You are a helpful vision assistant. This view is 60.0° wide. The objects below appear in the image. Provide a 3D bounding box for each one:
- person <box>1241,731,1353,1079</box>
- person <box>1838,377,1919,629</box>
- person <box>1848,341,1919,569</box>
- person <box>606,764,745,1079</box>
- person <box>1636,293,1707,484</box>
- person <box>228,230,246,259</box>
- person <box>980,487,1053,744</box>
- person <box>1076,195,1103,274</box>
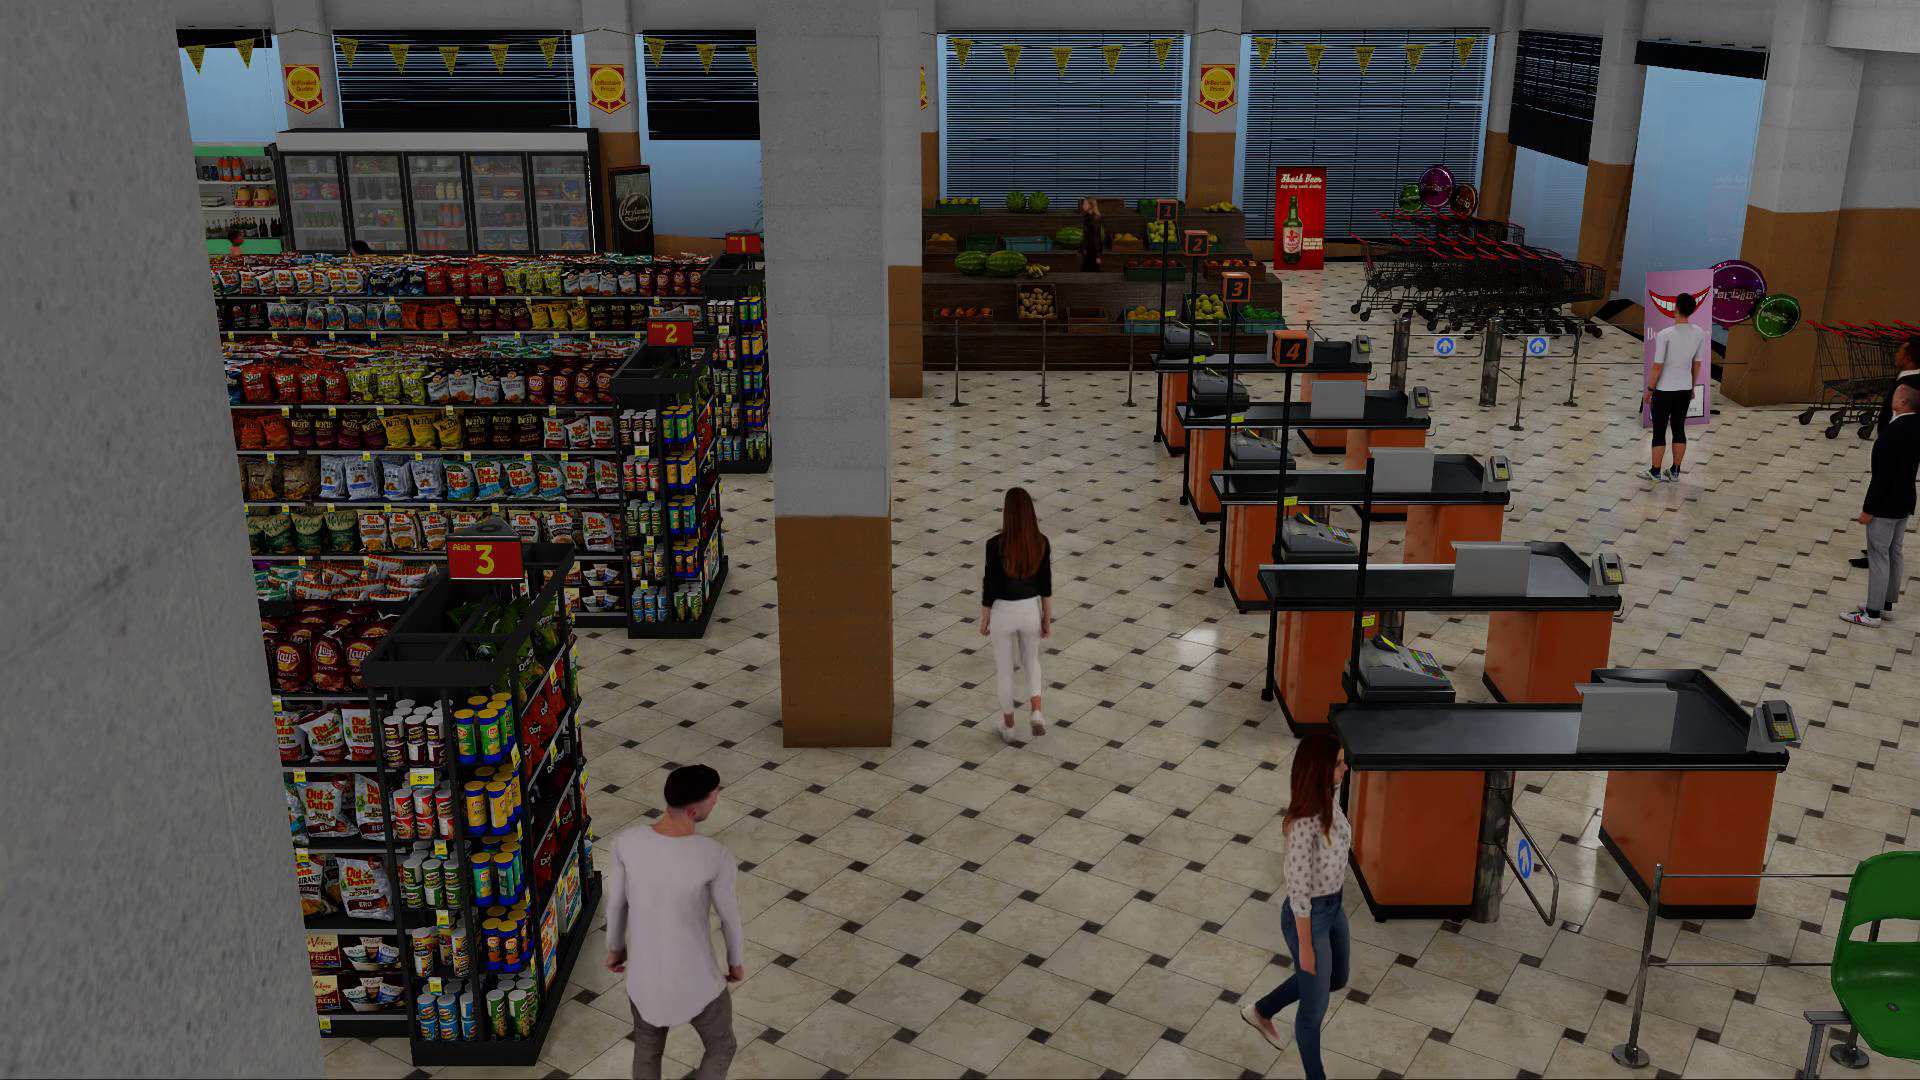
[{"bbox_3d":[1.466,1.614,7.170,0.963,1.719,0.853,12,22,32],"label":"person"},{"bbox_3d":[7.009,-0.305,12.501,0.758,1.948,0.858,-13,23,-34],"label":"person"},{"bbox_3d":[7.741,-0.699,13.716,0.766,1.918,0.828,-17,25,-41],"label":"person"},{"bbox_3d":[-1.129,1.734,6.676,0.593,1.806,0.841,-2,19,-7],"label":"person"},{"bbox_3d":[6.918,-1.475,16.121,0.564,1.851,0.768,-3,19,-9],"label":"person"},{"bbox_3d":[-10.393,-3.774,23.831,0.952,1.282,0.760,-9,21,-26],"label":"person"},{"bbox_3d":[0.370,0.515,10.474,0.727,1.690,0.748,-5,19,-14],"label":"person"},{"bbox_3d":[2.036,-4.209,24.506,0.885,1.676,0.660,-2,19,-5],"label":"person"}]
